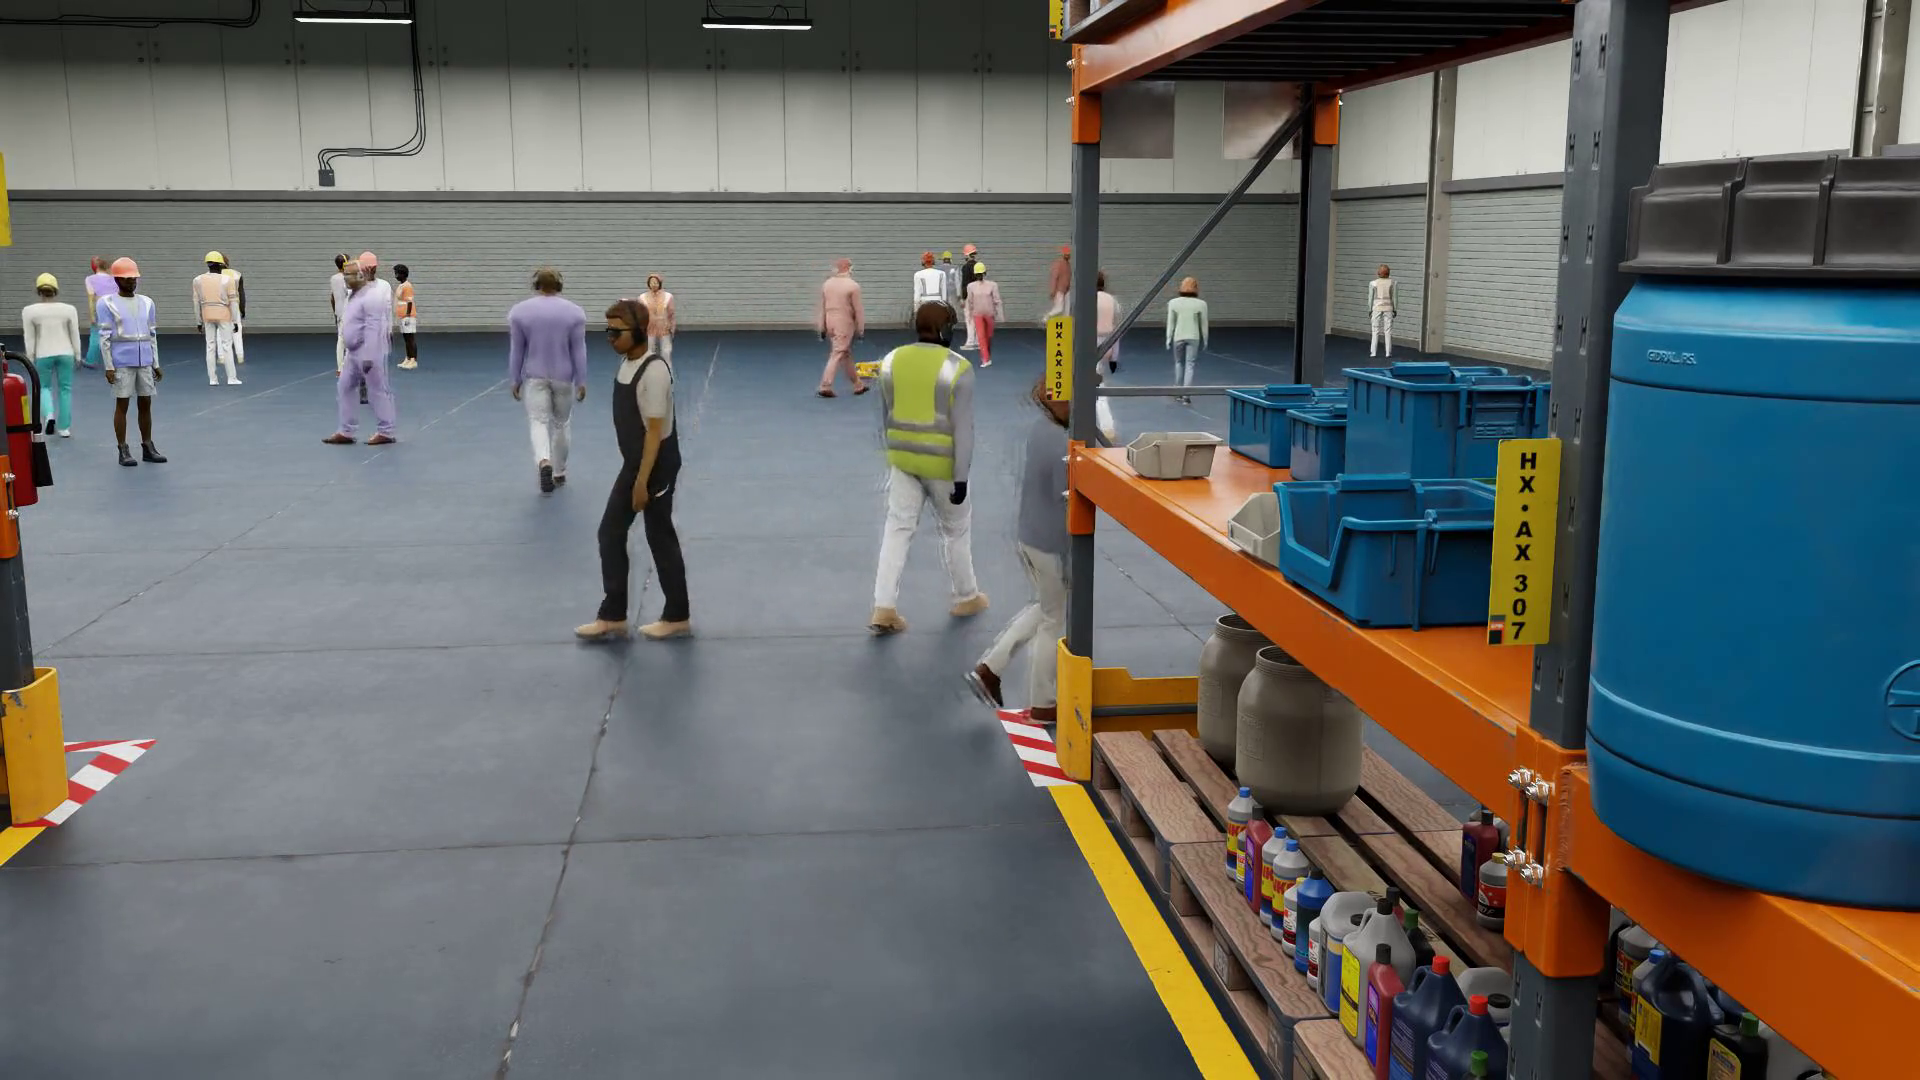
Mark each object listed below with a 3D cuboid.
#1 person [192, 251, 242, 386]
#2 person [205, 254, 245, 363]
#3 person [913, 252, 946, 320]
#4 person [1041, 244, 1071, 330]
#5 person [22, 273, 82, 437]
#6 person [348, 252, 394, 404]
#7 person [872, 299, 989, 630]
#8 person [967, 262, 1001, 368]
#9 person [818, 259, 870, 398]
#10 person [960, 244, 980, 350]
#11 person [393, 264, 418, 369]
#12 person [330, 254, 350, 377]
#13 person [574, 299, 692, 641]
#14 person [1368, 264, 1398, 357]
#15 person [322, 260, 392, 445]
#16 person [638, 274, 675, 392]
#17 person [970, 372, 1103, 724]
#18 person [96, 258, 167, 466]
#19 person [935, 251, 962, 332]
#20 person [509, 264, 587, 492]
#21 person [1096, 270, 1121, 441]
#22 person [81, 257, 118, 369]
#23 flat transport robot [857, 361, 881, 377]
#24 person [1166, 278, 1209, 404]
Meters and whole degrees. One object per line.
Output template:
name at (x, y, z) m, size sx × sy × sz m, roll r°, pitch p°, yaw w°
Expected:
person at (-10.662, -3.168, 23.873) m, size 0.589 × 1.919 × 0.391 m, roll -1°, pitch 10°, yaw -5°
person at (-12.430, -3.908, 28.143) m, size 0.634 × 1.841 × 0.429 m, roll -6°, pitch 12°, yaw -31°
person at (-0.503, -3.801, 27.431) m, size 0.573 × 1.887 × 0.355 m, roll -5°, pitch 11°, yaw -24°
person at (2.188, -5.473, 36.368) m, size 0.689 × 1.967 × 0.651 m, roll 9°, pitch 14°, yaw 40°
person at (-9.615, -1.951, 17.658) m, size 0.530 × 1.755 × 0.401 m, roll -6°, pitch 12°, yaw -29°
person at (-7.527, -2.708, 21.295) m, size 0.543 × 1.940 × 0.361 m, roll -6°, pitch 12°, yaw -30°
person at (-0.186, -0.412, 9.103) m, size 0.628 × 1.799 × 0.952 m, roll 6°, pitch 12°, yaw 28°
person at (0.405, -3.725, 27.468) m, size 0.562 × 1.727 × 0.778 m, roll 1°, pitch 10°, yaw 6°
person at (-1.574, -2.827, 22.249) m, size 1.007 × 1.849 × 0.659 m, roll -10°, pitch 14°, yaw -44°
person at (0.197, -4.595, 31.495) m, size 0.402 × 1.990 × 0.622 m, roll 7°, pitch 12°, yaw 32°
person at (-8.991, -3.619, 26.968) m, size 0.320 × 1.692 × 0.532 m, roll -6°, pitch 12°, yaw -31°
person at (-9.344, -3.408, 25.318) m, size 0.520 × 1.873 × 0.328 m, roll 7°, pitch 12°, yaw 32°
person at (-1.727, -0.335, 8.629) m, size 0.767 × 1.810 × 0.538 m, roll -6°, pitch 12°, yaw -32°
person at (7.495, -4.055, 29.490) m, size 0.514 × 1.645 × 0.309 m, roll 3°, pitch 11°, yaw 14°
person at (-6.198, -1.887, 16.933) m, size 0.785 × 1.881 × 0.673 m, roll -10°, pitch 14°, yaw -42°
person at (-4.156, -2.822, 22.794) m, size 0.516 × 1.628 × 0.322 m, roll -2°, pitch 10°, yaw -10°
person at (0.356, 0.034, 7.166) m, size 0.462 × 1.604 × 0.562 m, roll -3°, pitch 11°, yaw -16°
person at (-7.752, -1.666, 15.591) m, size 0.362 × 1.938 × 0.545 m, roll 7°, pitch 12°, yaw 33°
person at (-0.258, -5.529, 37.075) m, size 0.616 × 1.823 × 0.478 m, roll 4°, pitch 11°, yaw 21°
person at (-3.442, -1.353, 13.954) m, size 0.636 × 1.911 × 0.869 m, roll -3°, pitch 11°, yaw -14°
person at (1.392, -1.948, 17.522) m, size 0.619 × 1.802 × 0.953 m, roll -9°, pitch 14°, yaw -41°
person at (-13.757, -3.613, 26.636) m, size 0.955 × 1.792 × 0.596 m, roll 6°, pitch 12°, yaw 28°
flat transport robot at (-0.993, -2.641, 25.501) m, size 0.652 × 0.197 × 1.431 m, roll 7°, pitch 13°, yaw 36°
person at (2.945, -2.573, 21.461) m, size 0.526 × 1.595 × 0.819 m, roll 3°, pitch 11°, yaw 15°
